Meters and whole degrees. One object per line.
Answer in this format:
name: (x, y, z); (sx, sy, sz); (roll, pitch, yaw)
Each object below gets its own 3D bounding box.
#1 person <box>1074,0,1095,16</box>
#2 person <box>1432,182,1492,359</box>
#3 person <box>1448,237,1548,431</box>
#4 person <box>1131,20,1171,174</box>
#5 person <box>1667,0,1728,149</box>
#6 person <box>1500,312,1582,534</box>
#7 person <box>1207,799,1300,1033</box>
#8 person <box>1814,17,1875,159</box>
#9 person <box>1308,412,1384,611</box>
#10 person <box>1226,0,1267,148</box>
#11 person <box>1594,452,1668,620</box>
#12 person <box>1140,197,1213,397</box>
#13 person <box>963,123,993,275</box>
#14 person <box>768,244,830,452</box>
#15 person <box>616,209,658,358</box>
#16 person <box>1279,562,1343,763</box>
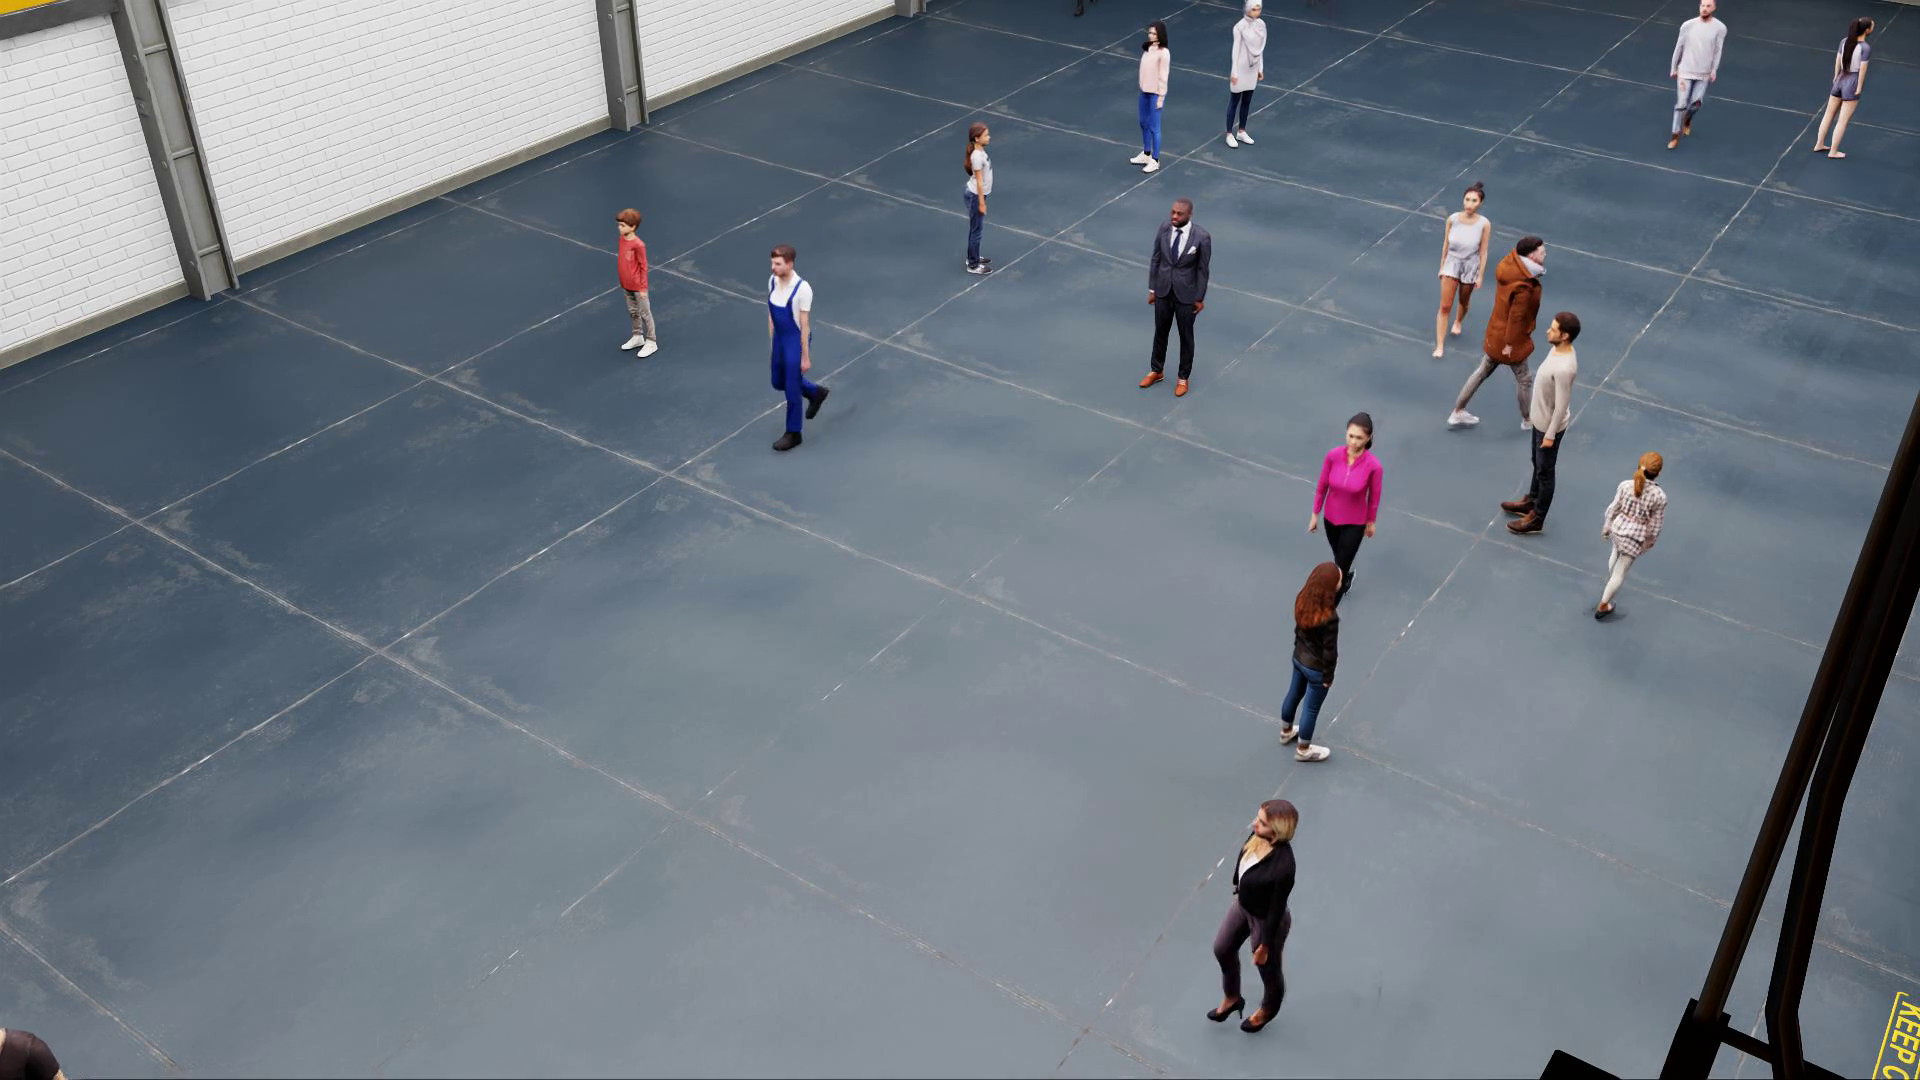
person: (1.899, -8.767, 24.748); (0.818, 1.790, 1.008); (9, 35, 13)
person: (4.732, -2.562, 15.621); (0.735, 1.559, 1.105); (14, 36, 19)
person: (4.574, -1.713, 14.134); (1.192, 1.792, 1.173); (-3, 34, -4)
person: (2.243, -5.197, 19.397); (0.732, 1.769, 0.748); (-12, 35, -18)
person: (8.865, -5.671, 20.059); (0.765, 1.824, 0.860); (15, 36, 21)
person: (4.554, -0.907, 12.856); (0.802, 1.865, 0.662); (5, 34, 7)
person: (1.662, 1.981, 8.694); (0.785, 1.661, 0.732); (-7, 34, -11)
person: (10.554, -5.395, 19.801); (0.702, 1.650, 0.674); (-11, 35, -16)
person: (2.792, -0.182, 11.949); (0.614, 1.661, 1.103); (18, 38, 25)
person: (3.443, -5.668, 20.098); (0.626, 1.777, 0.749); (-16, 37, -22)
person: (4.822, -0.010, 12.045); (0.905, 1.269, 0.628); (-28, 42, -35)
person: (1.932, -2.193, 14.828); (0.720, 1.824, 0.614); (17, 37, 24)
person: (0.178, -3.531, 17.077); (0.693, 1.562, 0.612); (0, 34, 1)
person: (-1.348, -1.663, 14.020); (0.670, 1.836, 0.970); (25, 41, 32)
person: (-3.032, -2.417, 15.532); (0.538, 1.417, 0.522); (27, 42, 34)
person: (2.258, 0.769, 10.680); (0.653, 1.482, 0.635); (-14, 36, -20)
